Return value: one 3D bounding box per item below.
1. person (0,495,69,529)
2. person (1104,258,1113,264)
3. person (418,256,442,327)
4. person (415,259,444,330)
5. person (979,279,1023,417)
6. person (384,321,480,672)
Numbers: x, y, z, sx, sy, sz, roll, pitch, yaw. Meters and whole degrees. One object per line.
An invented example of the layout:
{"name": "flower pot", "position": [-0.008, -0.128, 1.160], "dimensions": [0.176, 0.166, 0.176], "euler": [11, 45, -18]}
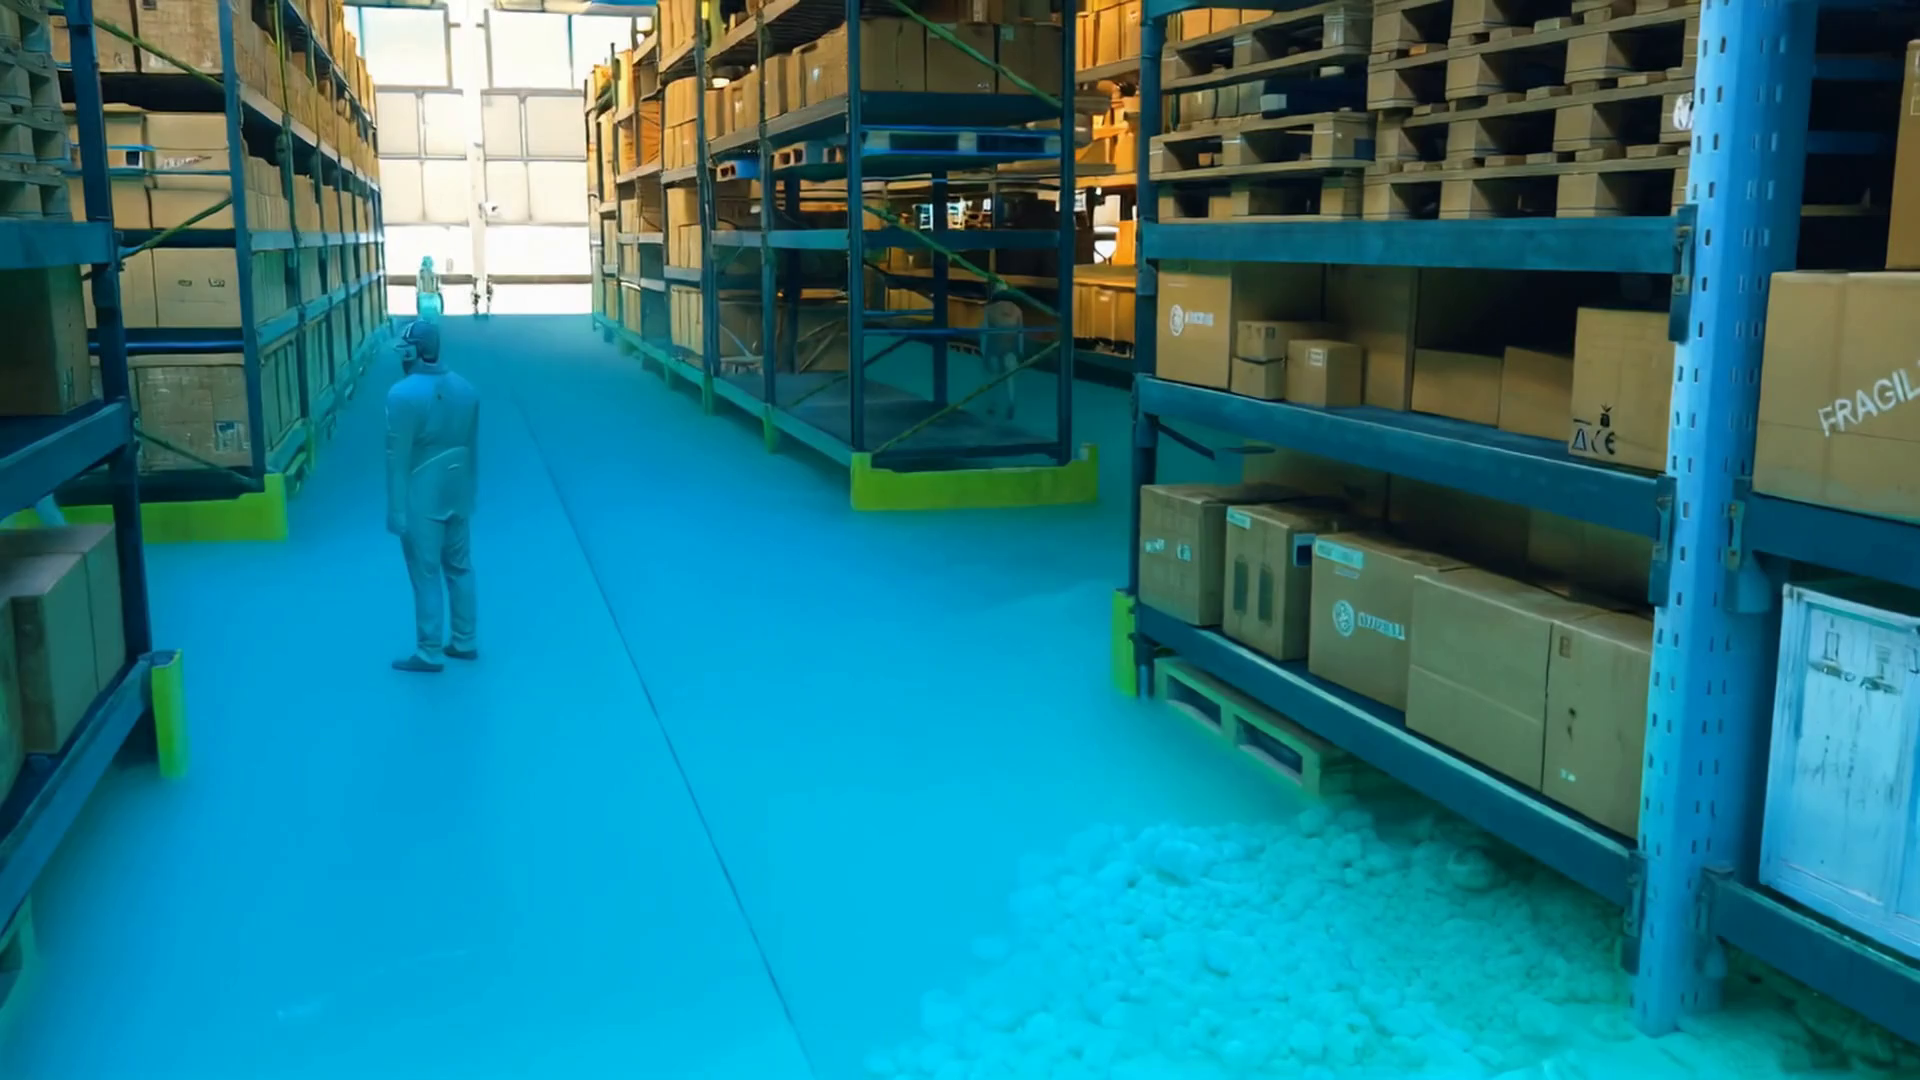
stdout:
{"name": "person", "position": [-6.617, -0.558, 11.656], "dimensions": [0.852, 1.581, 0.522], "euler": [-1, 10, -7]}
{"name": "person", "position": [2.968, -4.689, 33.379], "dimensions": [0.634, 1.941, 1.050], "euler": [-3, 11, -16]}
{"name": "person", "position": [-13.854, -6.477, 43.448], "dimensions": [0.621, 1.837, 0.429], "euler": [8, 13, 38]}
{"name": "person", "position": [-10.943, -4.844, 34.338], "dimensions": [0.550, 1.905, 0.887], "euler": [-4, 11, -19]}
{"name": "person", "position": [0.550, -2.514, 21.828], "dimensions": [0.608, 1.805, 0.884], "euler": [-2, 11, -13]}
{"name": "person", "position": [-2.892, -0.236, 9.069], "dimensions": [0.398, 1.900, 0.647], "euler": [4, 11, 21]}
